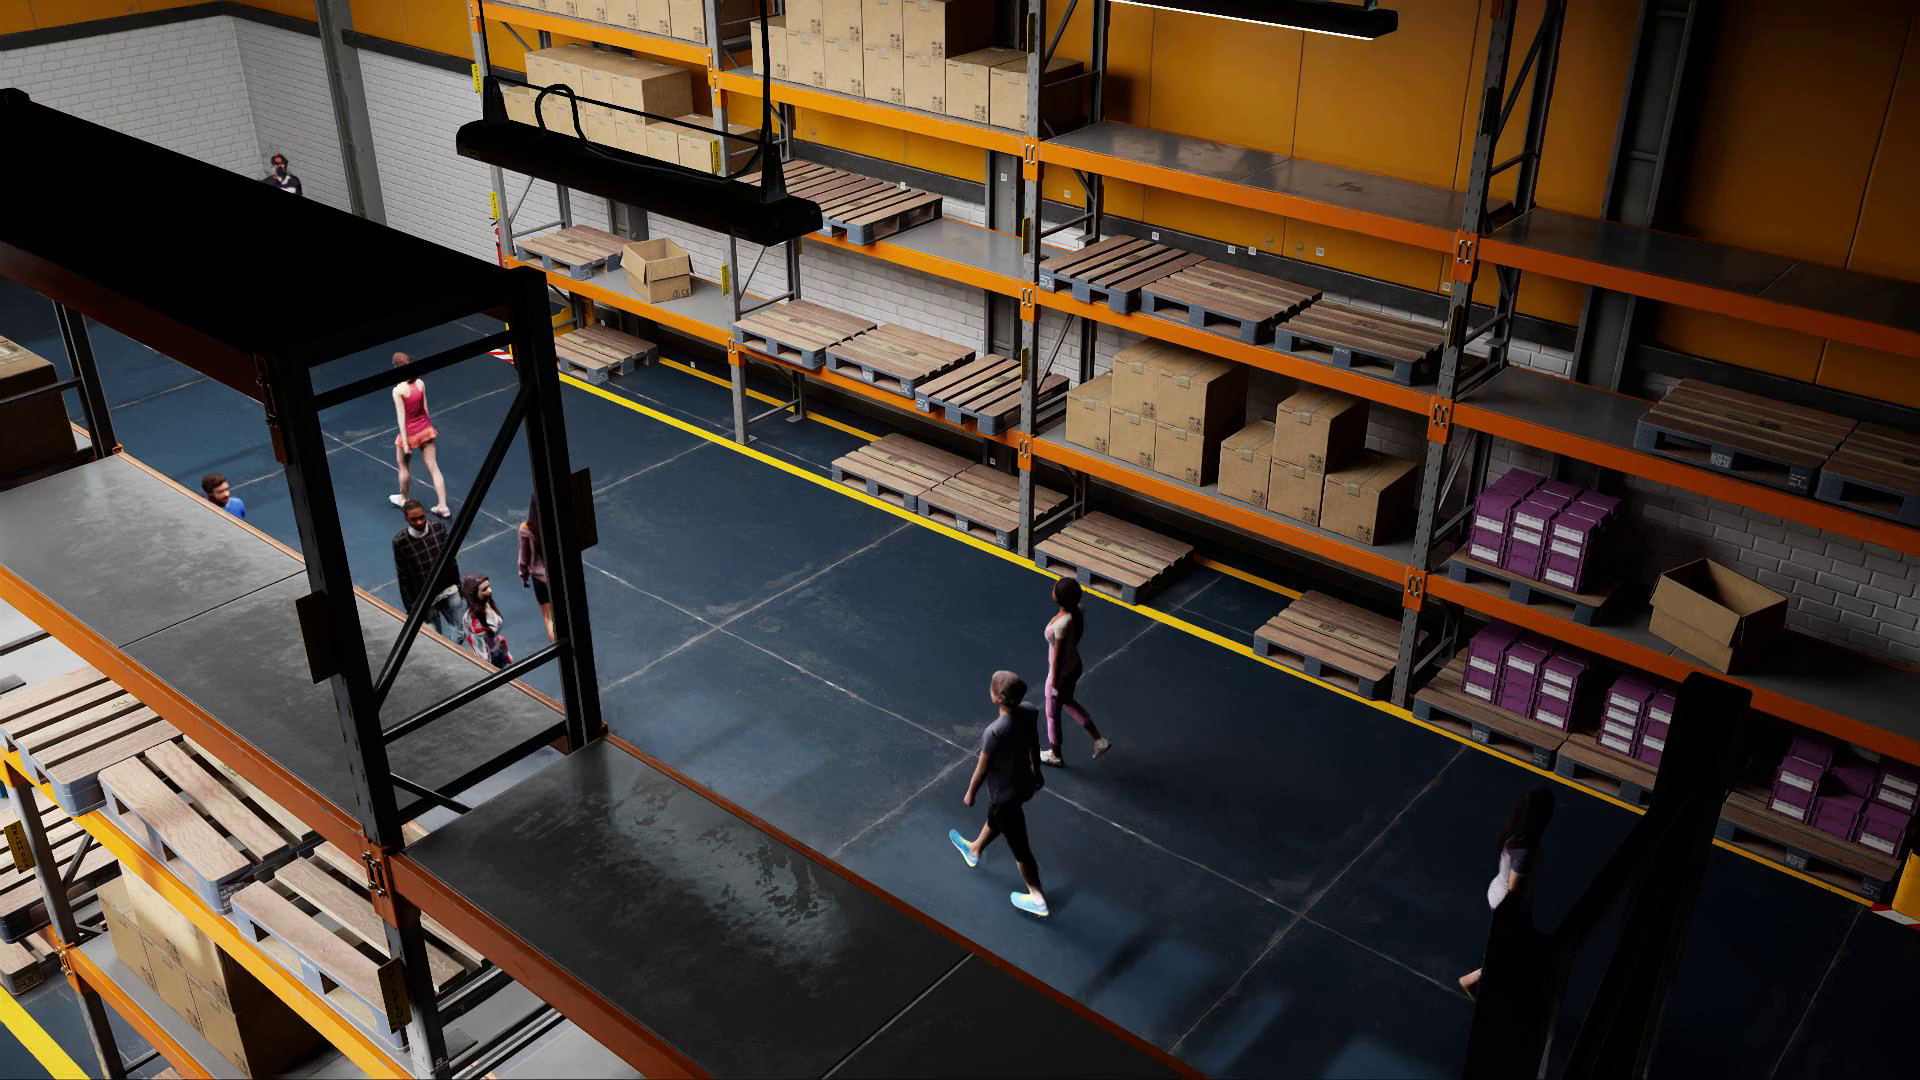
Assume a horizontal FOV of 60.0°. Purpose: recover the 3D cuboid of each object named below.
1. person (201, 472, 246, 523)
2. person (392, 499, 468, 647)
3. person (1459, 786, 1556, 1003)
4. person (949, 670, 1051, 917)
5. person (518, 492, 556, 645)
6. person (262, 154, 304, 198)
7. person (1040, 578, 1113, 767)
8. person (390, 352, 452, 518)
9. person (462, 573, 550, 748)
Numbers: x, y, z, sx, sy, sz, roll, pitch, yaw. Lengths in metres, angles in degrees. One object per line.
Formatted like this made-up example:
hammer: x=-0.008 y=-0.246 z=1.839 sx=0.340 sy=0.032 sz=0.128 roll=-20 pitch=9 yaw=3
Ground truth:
person: x=-6.253 y=0.244 z=14.156 sx=0.624 sy=1.853 sz=0.592 roll=21 pitch=35 yaw=34
person: x=-4.446 y=0.414 z=13.894 sx=0.751 sy=1.804 sz=0.718 roll=-22 pitch=35 yaw=-34
person: x=3.429 y=2.284 z=10.584 sx=0.773 sy=1.691 sz=0.750 roll=9 pitch=30 yaw=17
person: x=0.413 y=1.774 z=11.372 sx=1.216 sy=1.832 sz=0.757 roll=19 pitch=34 yaw=30
person: x=-3.414 y=0.393 z=13.961 sx=0.896 sy=1.777 sz=1.142 roll=-15 pitch=32 yaw=-25
person: x=-9.105 y=-4.297 z=22.461 sx=0.873 sy=1.871 sz=0.929 roll=-9 pitch=30 yaw=-17
person: x=0.885 y=1.051 z=12.805 sx=0.918 sy=1.730 sz=0.710 roll=14 pitch=31 yaw=23
person: x=-5.375 y=-1.012 z=16.595 sx=0.969 sy=1.722 sz=0.601 roll=20 pitch=34 yaw=32
person: x=-3.788 y=0.996 z=13.066 sx=1.170 sy=1.576 sz=0.906 roll=7 pitch=29 yaw=12
